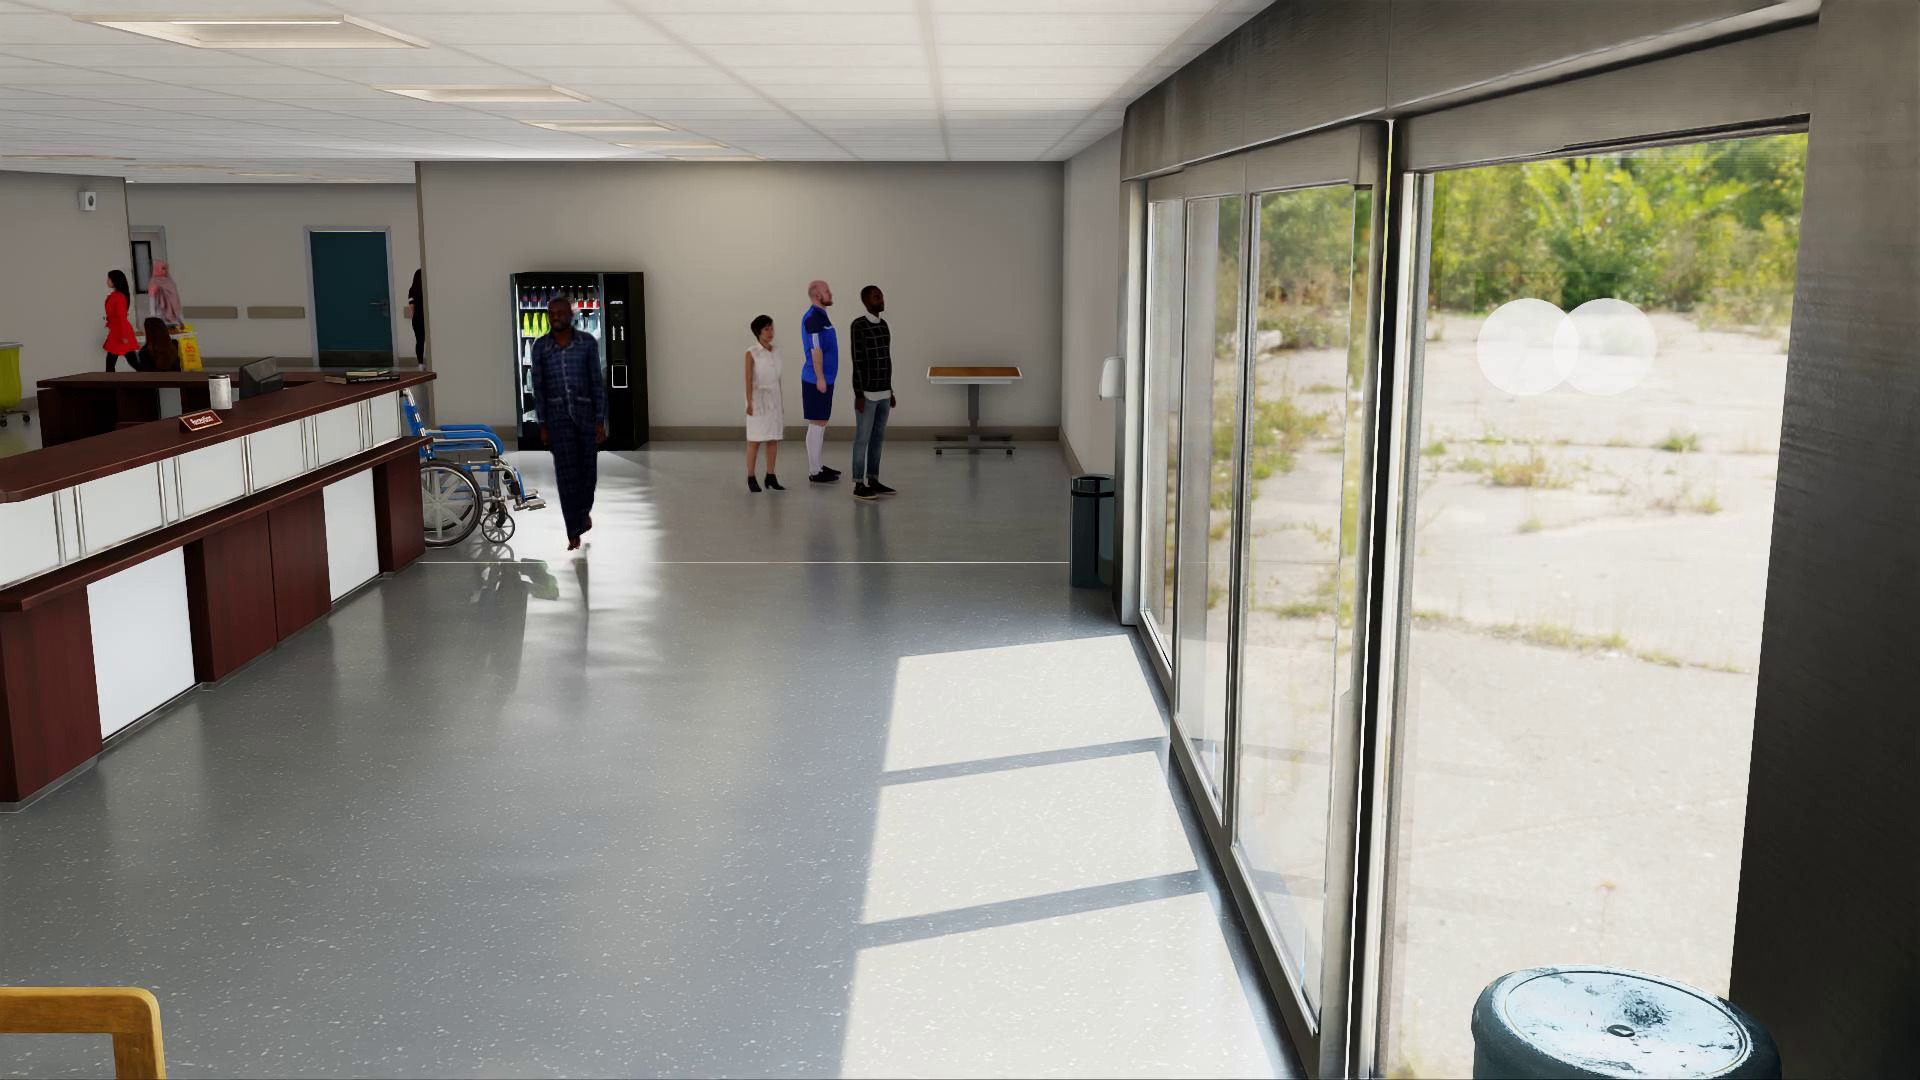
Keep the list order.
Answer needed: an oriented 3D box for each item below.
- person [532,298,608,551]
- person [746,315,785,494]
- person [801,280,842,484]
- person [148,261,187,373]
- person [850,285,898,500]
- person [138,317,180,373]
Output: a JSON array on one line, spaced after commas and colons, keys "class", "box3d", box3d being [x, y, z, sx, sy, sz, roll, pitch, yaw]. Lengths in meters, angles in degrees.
[{"class": "person", "box3d": [-2.826, -0.852, 12.191, 1.160, 1.781, 0.891, -3, 11, -13]}, {"class": "person", "box3d": [-1.733, -1.209, 14.672, 0.702, 1.555, 0.645, 10, 15, 43]}, {"class": "person", "box3d": [-1.288, -1.464, 15.250, 0.549, 1.842, 0.659, 0, 11, 1]}, {"class": "person", "box3d": [-11.843, -3.219, 24.639, 0.912, 1.789, 0.764, 2, 11, 13]}, {"class": "person", "box3d": [-0.774, -1.290, 14.388, 0.752, 1.820, 0.746, 7, 13, 32]}, {"class": "person", "box3d": [-7.495, -1.365, 15.715, 0.776, 1.473, 0.715, 6, 12, 28]}]
